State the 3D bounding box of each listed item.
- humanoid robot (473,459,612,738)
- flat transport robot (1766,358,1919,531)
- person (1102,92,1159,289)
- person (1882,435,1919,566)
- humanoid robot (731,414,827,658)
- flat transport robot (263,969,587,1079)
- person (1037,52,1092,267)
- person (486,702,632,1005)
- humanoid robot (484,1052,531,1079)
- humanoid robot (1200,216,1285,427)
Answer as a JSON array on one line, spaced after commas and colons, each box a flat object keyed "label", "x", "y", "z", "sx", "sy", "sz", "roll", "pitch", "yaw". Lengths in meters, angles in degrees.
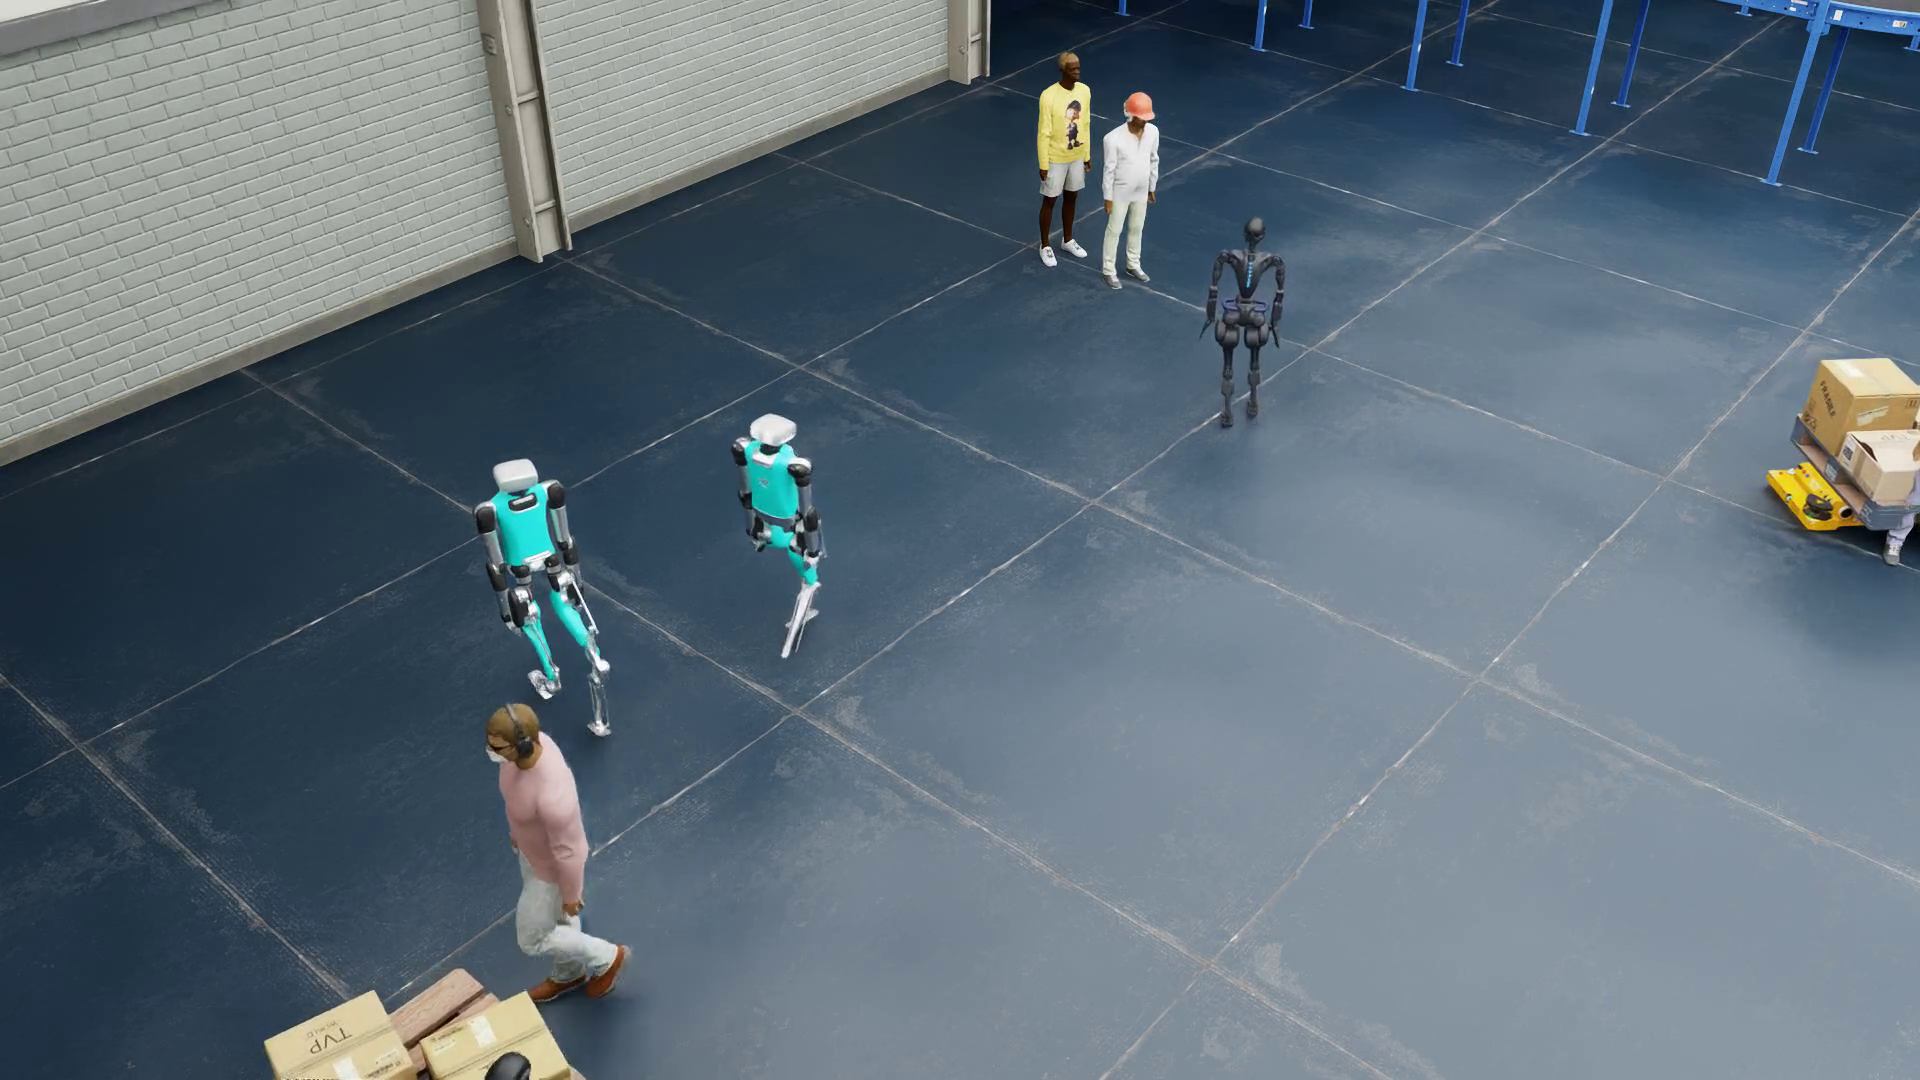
[{"label": "humanoid robot", "x": -2.314, "y": 0.445, "z": 9.546, "sx": 0.531, "sy": 1.756, "sz": 1.055, "roll": -22, "pitch": 41, "yaw": -28}, {"label": "flat transport robot", "x": 6.614, "y": -0.346, "z": 11.873, "sx": 1.431, "sy": 0.231, "sz": 0.659, "roll": -2, "pitch": 36, "yaw": -3}, {"label": "person", "x": 1.481, "y": -3.019, "z": 14.354, "sx": 0.562, "sy": 1.743, "sz": 0.350, "roll": -19, "pitch": 40, "yaw": -24}, {"label": "person", "x": 6.577, "y": -0.635, "z": 10.927, "sx": 0.563, "sy": 1.838, "sz": 0.390, "roll": 7, "pitch": 36, "yaw": 9}, {"label": "humanoid robot", "x": -0.981, "y": -0.088, "z": 10.264, "sx": 0.545, "sy": 1.792, "sz": 0.787, "roll": 18, "pitch": 39, "yaw": 24}, {"label": "flat transport robot", "x": -2.397, "y": 2.756, "z": 7.517, "sx": 1.431, "sy": 0.231, "sz": 0.659, "roll": 27, "pitch": 44, "yaw": 33}, {"label": "person", "x": 0.920, "y": -3.379, "z": 14.728, "sx": 0.544, "sy": 1.899, "sz": 0.376, "roll": -20, "pitch": 40, "yaw": -26}, {"label": "person", "x": -1.967, "y": 1.508, "z": 7.846, "sx": 0.454, "sy": 1.926, "sz": 0.631, "roll": -16, "pitch": 38, "yaw": -21}, {"label": "humanoid robot", "x": -1.687, "y": 2.568, "z": 6.568, "sx": 0.600, "sy": 1.658, "sz": 0.342, "roll": 7, "pitch": 36, "yaw": 10}, {"label": "humanoid robot", "x": 2.115, "y": -1.637, "z": 12.485, "sx": 0.598, "sy": 1.647, "sz": 0.407, "roll": 4, "pitch": 36, "yaw": 5}]
